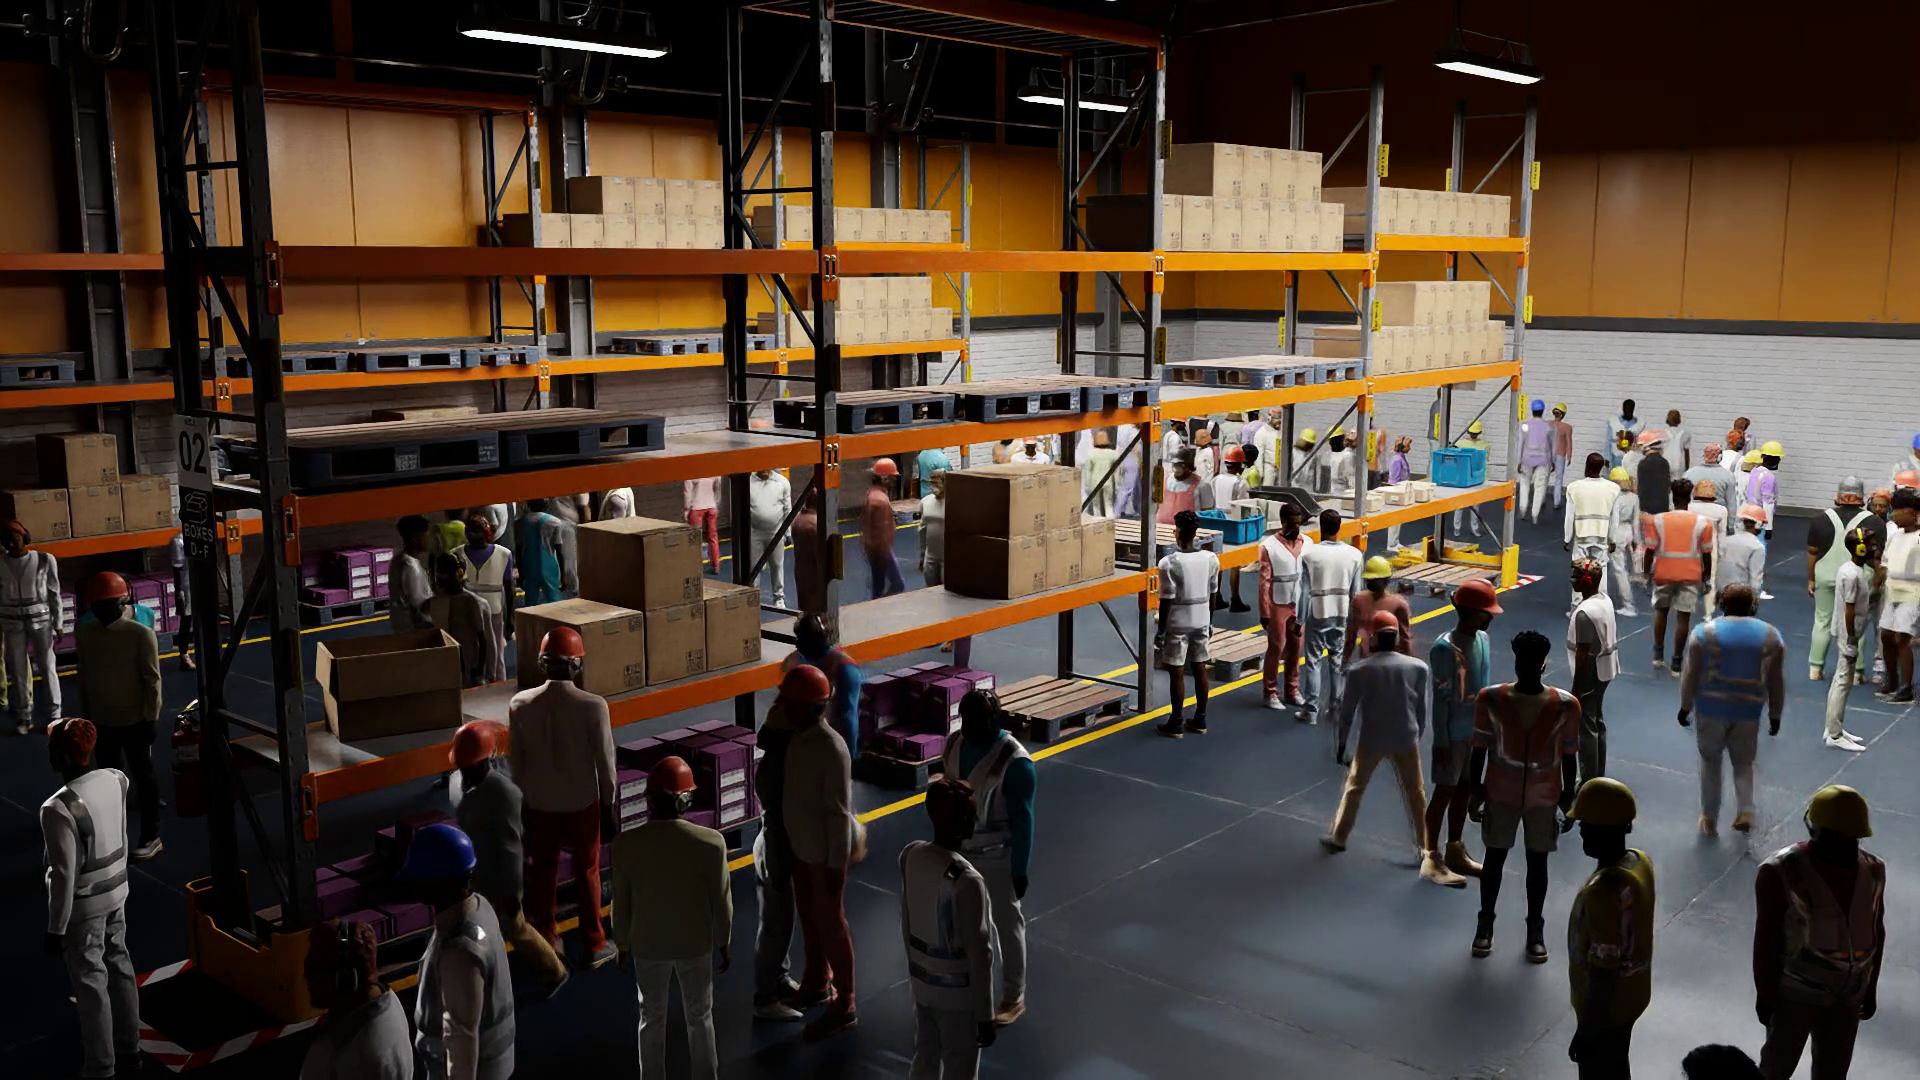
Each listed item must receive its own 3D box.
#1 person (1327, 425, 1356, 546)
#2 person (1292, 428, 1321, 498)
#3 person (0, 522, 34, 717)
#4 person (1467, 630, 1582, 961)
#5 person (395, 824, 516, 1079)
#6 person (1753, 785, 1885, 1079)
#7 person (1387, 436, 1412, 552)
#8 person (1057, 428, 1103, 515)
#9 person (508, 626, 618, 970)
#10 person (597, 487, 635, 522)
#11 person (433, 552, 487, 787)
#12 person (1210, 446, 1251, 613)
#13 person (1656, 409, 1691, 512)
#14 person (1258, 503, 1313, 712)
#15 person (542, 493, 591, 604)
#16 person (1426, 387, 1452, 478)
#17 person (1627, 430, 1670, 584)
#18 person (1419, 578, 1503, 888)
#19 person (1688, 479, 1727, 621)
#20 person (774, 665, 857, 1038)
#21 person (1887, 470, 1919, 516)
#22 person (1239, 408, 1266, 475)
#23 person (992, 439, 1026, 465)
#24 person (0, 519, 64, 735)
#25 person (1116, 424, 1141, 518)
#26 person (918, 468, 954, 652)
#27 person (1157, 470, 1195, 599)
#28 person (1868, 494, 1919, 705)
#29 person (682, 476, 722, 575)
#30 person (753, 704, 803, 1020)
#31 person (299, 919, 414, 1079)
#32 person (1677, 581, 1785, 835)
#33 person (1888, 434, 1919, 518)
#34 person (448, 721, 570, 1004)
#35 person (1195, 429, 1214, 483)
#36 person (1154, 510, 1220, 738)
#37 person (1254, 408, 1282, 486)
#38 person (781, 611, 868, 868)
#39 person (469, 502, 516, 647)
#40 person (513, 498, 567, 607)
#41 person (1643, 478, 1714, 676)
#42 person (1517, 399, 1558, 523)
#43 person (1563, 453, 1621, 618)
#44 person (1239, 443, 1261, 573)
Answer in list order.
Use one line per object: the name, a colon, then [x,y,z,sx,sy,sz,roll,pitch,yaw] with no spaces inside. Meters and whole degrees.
person: [5.093,-0.569,22.127,0.415,1.902,0.730,-2,10,-10]
person: [4.885,-0.759,23.770,0.518,1.716,0.480,1,10,8]
person: [-8.570,0.675,14.876,0.567,1.838,0.384,0,10,-3]
person: [3.275,1.478,9.687,0.614,1.962,0.366,3,10,16]
person: [-1.933,2.032,6.460,0.415,1.939,0.611,-2,10,-14]
person: [3.771,1.948,7.310,0.595,1.823,0.403,-1,10,-7]
person: [6.155,-0.642,23.348,0.313,1.631,0.523,3,10,18]
person: [1.806,-1.255,25.779,0.698,2.000,0.959,-4,10,-22]
person: [-2.270,1.481,9.586,0.623,1.989,0.400,1,10,8]
person: [-3.868,0.028,18.752,0.429,1.837,0.623,-1,10,-5]
person: [-3.841,1.009,12.775,0.535,1.868,0.309,7,12,35]
person: [3.153,-0.129,19.363,0.378,1.938,0.547,-9,13,-42]
person: [10.846,-1.082,25.361,0.527,1.829,0.404,3,10,15]
person: [2.950,0.598,15.121,0.597,1.908,0.401,-6,11,-30]
person: [-4.638,-0.189,19.414,0.856,2.000,0.704,-9,13,-43]
person: [8.322,-1.723,28.924,0.384,1.930,0.628,2,10,11]
person: [8.705,-0.399,20.951,0.642,1.950,0.625,-7,12,-34]
person: [3.301,1.245,10.884,0.611,2.034,0.407,-9,13,-43]
person: [8.357,0.128,18.762,0.505,1.627,0.283,3,10,17]
person: [-0.780,1.621,8.788,0.410,1.986,0.619,-6,11,-30]
person: [10.559,0.077,18.725,0.354,1.737,0.575,5,11,27]
person: [4.573,-1.216,25.938,0.591,1.913,0.399,-8,12,-38]
person: [0.758,-0.803,23.569,0.620,1.884,0.822,6,11,34]
person: [-8.047,0.746,14.326,0.589,1.877,0.359,-3,10,-19]
person: [2.677,-1.276,26.483,0.381,1.844,0.566,-4,10,-20]
person: [-0.182,0.200,17.398,0.635,1.936,0.355,8,12,39]
person: [2.614,-0.056,19.908,0.516,1.609,0.770,9,13,42]
person: [8.711,0.547,15.428,0.495,1.945,0.657,-1,10,-7]
person: [-3.334,-0.383,21.487,0.584,1.741,0.339,-7,12,-35]
person: [-0.949,1.710,9.006,0.320,1.737,0.488,1,10,8]
person: [-2.038,2.191,5.607,0.410,1.908,0.643,-4,10,-23]
person: [5.449,1.200,11.771,0.667,1.824,0.434,2,10,9]
person: [12.208,-0.446,21.416,0.778,1.901,0.548,1,10,6]
person: [-2.469,1.752,8.837,0.578,1.708,0.885,7,12,35]
person: [3.556,-0.811,24.342,0.286,1.631,0.501,-3,10,-15]
person: [1.927,0.715,14.235,0.603,1.966,0.368,-5,11,-29]
person: [4.697,-1.040,24.946,0.653,1.894,0.401,-7,12,-35]
person: [-0.905,1.350,10.865,0.641,1.822,0.536,7,12,35]
person: [-4.975,0.116,17.594,0.536,2.000,0.676,1,10,6]
person: [-4.214,0.358,16.733,0.508,1.846,0.345,1,10,4]
person: [7.126,0.348,16.502,0.621,1.939,0.698,5,11,27]
person: [9.039,-1.243,26.079,0.630,1.916,0.792,3,10,18]
person: [7.149,-0.034,18.845,0.592,1.921,0.389,1,10,9]
person: [3.800,-0.419,21.811,0.317,1.695,0.540,0,10,-1]
